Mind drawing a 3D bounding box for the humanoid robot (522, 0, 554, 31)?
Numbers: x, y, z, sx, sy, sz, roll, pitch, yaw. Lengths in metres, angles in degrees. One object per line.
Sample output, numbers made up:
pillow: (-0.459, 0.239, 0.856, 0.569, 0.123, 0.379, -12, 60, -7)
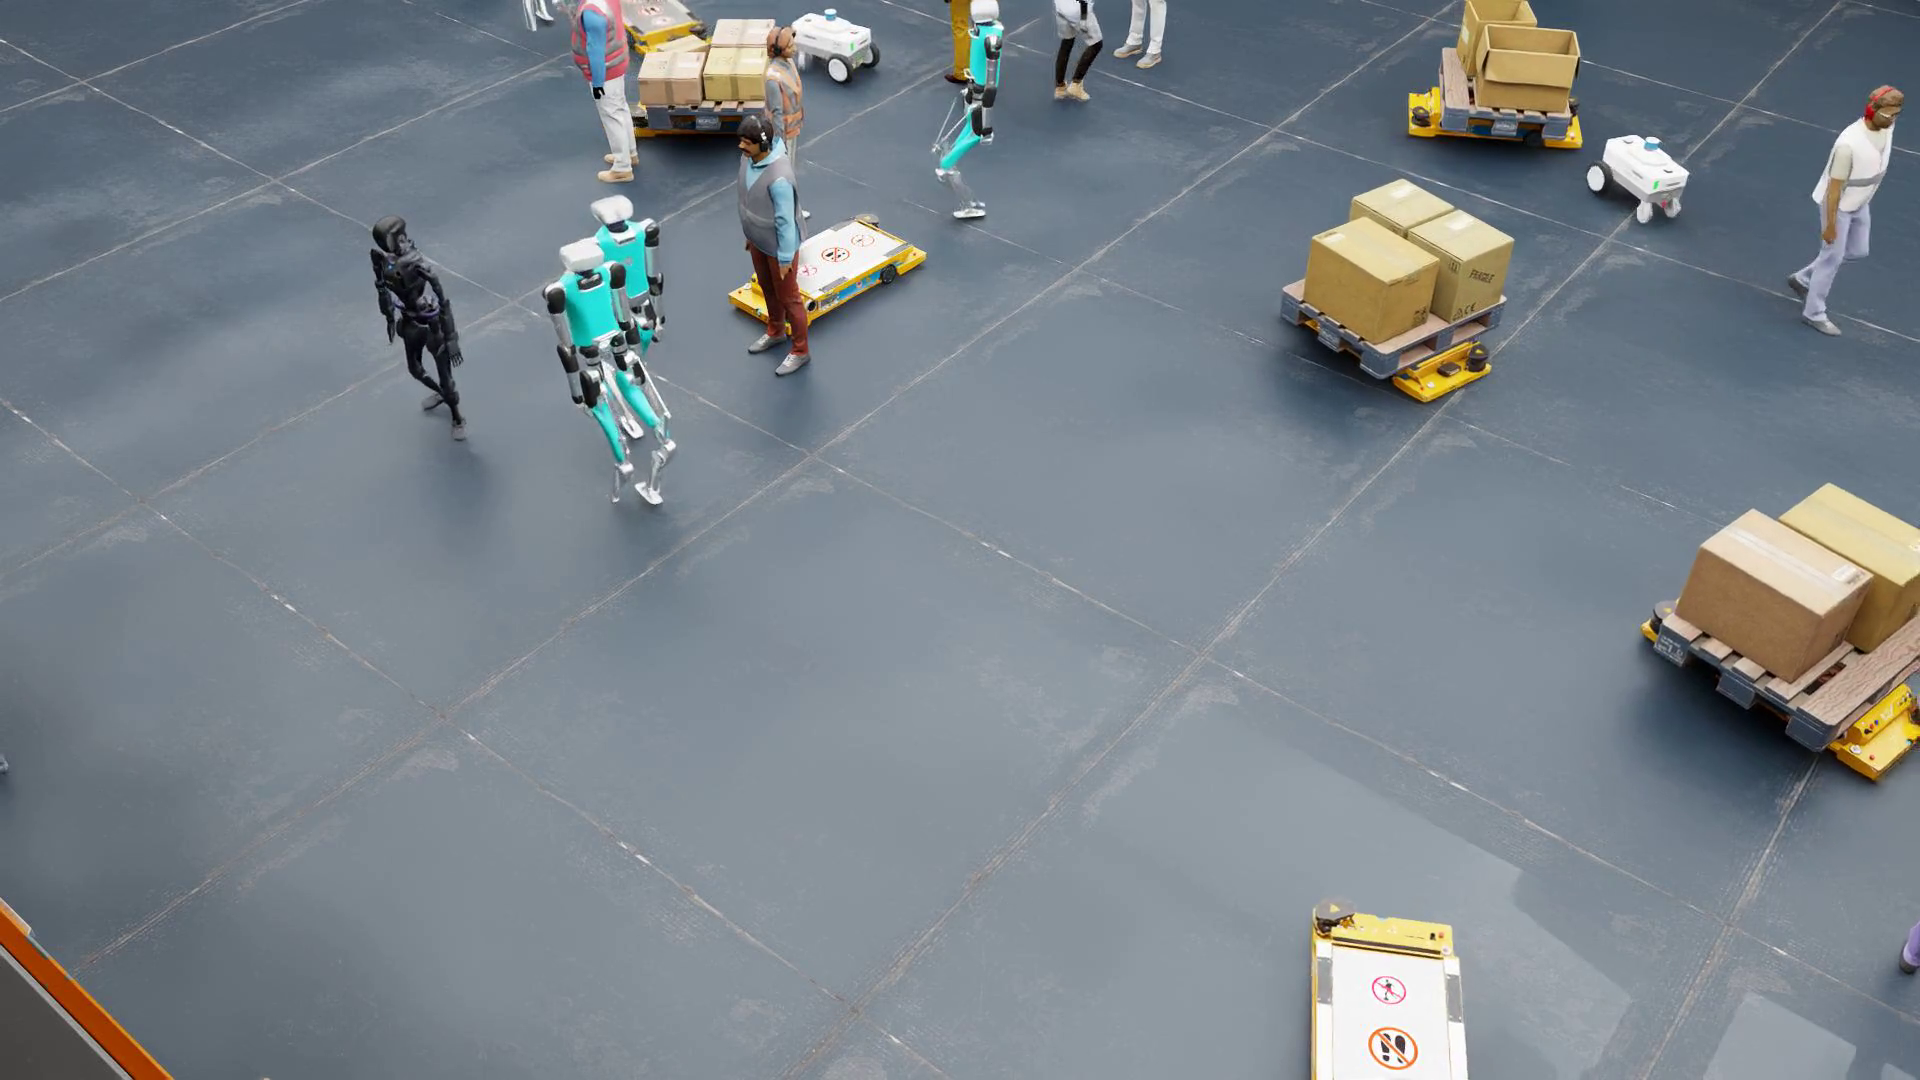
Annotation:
humanoid robot: (-4.100, -5.682, 15.668, 0.542, 1.849, 0.704, -28, 48, -29)

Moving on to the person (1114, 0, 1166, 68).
person: (1.699, -5.199, 14.949, 0.360, 1.882, 0.573, -26, 47, -27)

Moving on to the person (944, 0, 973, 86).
person: (0.050, -4.925, 14.737, 0.348, 1.748, 0.527, 30, 49, 31)

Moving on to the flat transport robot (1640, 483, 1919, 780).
flat transport robot: (4.603, 0.709, 9.244, 0.659, 0.231, 1.431, -27, 47, -28)

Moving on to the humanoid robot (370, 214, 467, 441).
humanoid robot: (-3.408, -1.398, 10.641, 0.609, 1.645, 0.480, 18, 44, 20)

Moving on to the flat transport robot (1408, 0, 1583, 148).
flat transport robot: (4.625, -3.664, 14.388, 1.431, 0.231, 0.659, 7, 41, 8)

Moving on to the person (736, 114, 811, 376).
person: (-1.251, -2.007, 11.206, 0.417, 1.870, 0.535, -26, 47, -27)

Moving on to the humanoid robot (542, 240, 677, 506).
humanoid robot: (-2.005, -0.870, 9.995, 0.544, 1.790, 0.832, -31, 49, -32)

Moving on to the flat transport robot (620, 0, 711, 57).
flat transport robot: (-2.997, -5.002, 15.962, 0.659, 0.231, 1.431, -22, 45, -24)

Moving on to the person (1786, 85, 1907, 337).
person: (6.199, -2.300, 11.575, 0.601, 1.826, 0.513, -26, 47, -27)

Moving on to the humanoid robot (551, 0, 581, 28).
humanoid robot: (-3.540, -5.280, 15.175, 0.801, 1.797, 0.531, -18, 44, -20)

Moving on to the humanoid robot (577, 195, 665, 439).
humanoid robot: (-2.200, -1.412, 10.640, 0.541, 1.848, 0.667, -26, 47, -27)

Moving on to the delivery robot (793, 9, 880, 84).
delivery robot: (-1.153, -4.549, 15.194, 0.747, 0.576, 0.499, 23, 45, 24)

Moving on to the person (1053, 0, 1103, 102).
person: (1.030, -4.593, 14.381, 0.442, 1.676, 0.544, -15, 43, -17)

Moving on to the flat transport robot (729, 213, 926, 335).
flat transport robot: (-0.979, -2.005, 12.437, 0.659, 0.231, 1.431, 31, 49, 31)

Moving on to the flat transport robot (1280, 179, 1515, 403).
flat transport robot: (3.018, -1.479, 11.818, 0.659, 0.231, 1.431, -24, 46, -26)

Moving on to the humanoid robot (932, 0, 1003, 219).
humanoid robot: (-0.012, -3.230, 12.753, 0.665, 1.806, 0.540, -8, 41, -9)

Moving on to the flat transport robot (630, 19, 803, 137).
flat transport robot: (-2.108, -3.735, 14.472, 1.431, 0.231, 0.659, 0, 40, 0)

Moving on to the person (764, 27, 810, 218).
person: (-1.337, -3.127, 12.697, 0.310, 1.638, 0.519, 4, 41, 5)

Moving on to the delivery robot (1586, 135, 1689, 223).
delivery robot: (5.458, -2.937, 13.297, 0.499, 0.575, 0.759, -12, 42, -14)

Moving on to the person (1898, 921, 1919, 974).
person: (4.640, 1.366, 7.262, 0.559, 1.836, 0.376, 30, 49, 30)

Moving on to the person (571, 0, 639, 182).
person: (-2.860, -3.772, 13.314, 0.431, 1.836, 0.628, 0, 40, 0)

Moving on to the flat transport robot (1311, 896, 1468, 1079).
flat transport robot: (1.904, 2.256, 7.424, 0.659, 0.231, 1.431, 6, 41, 7)
